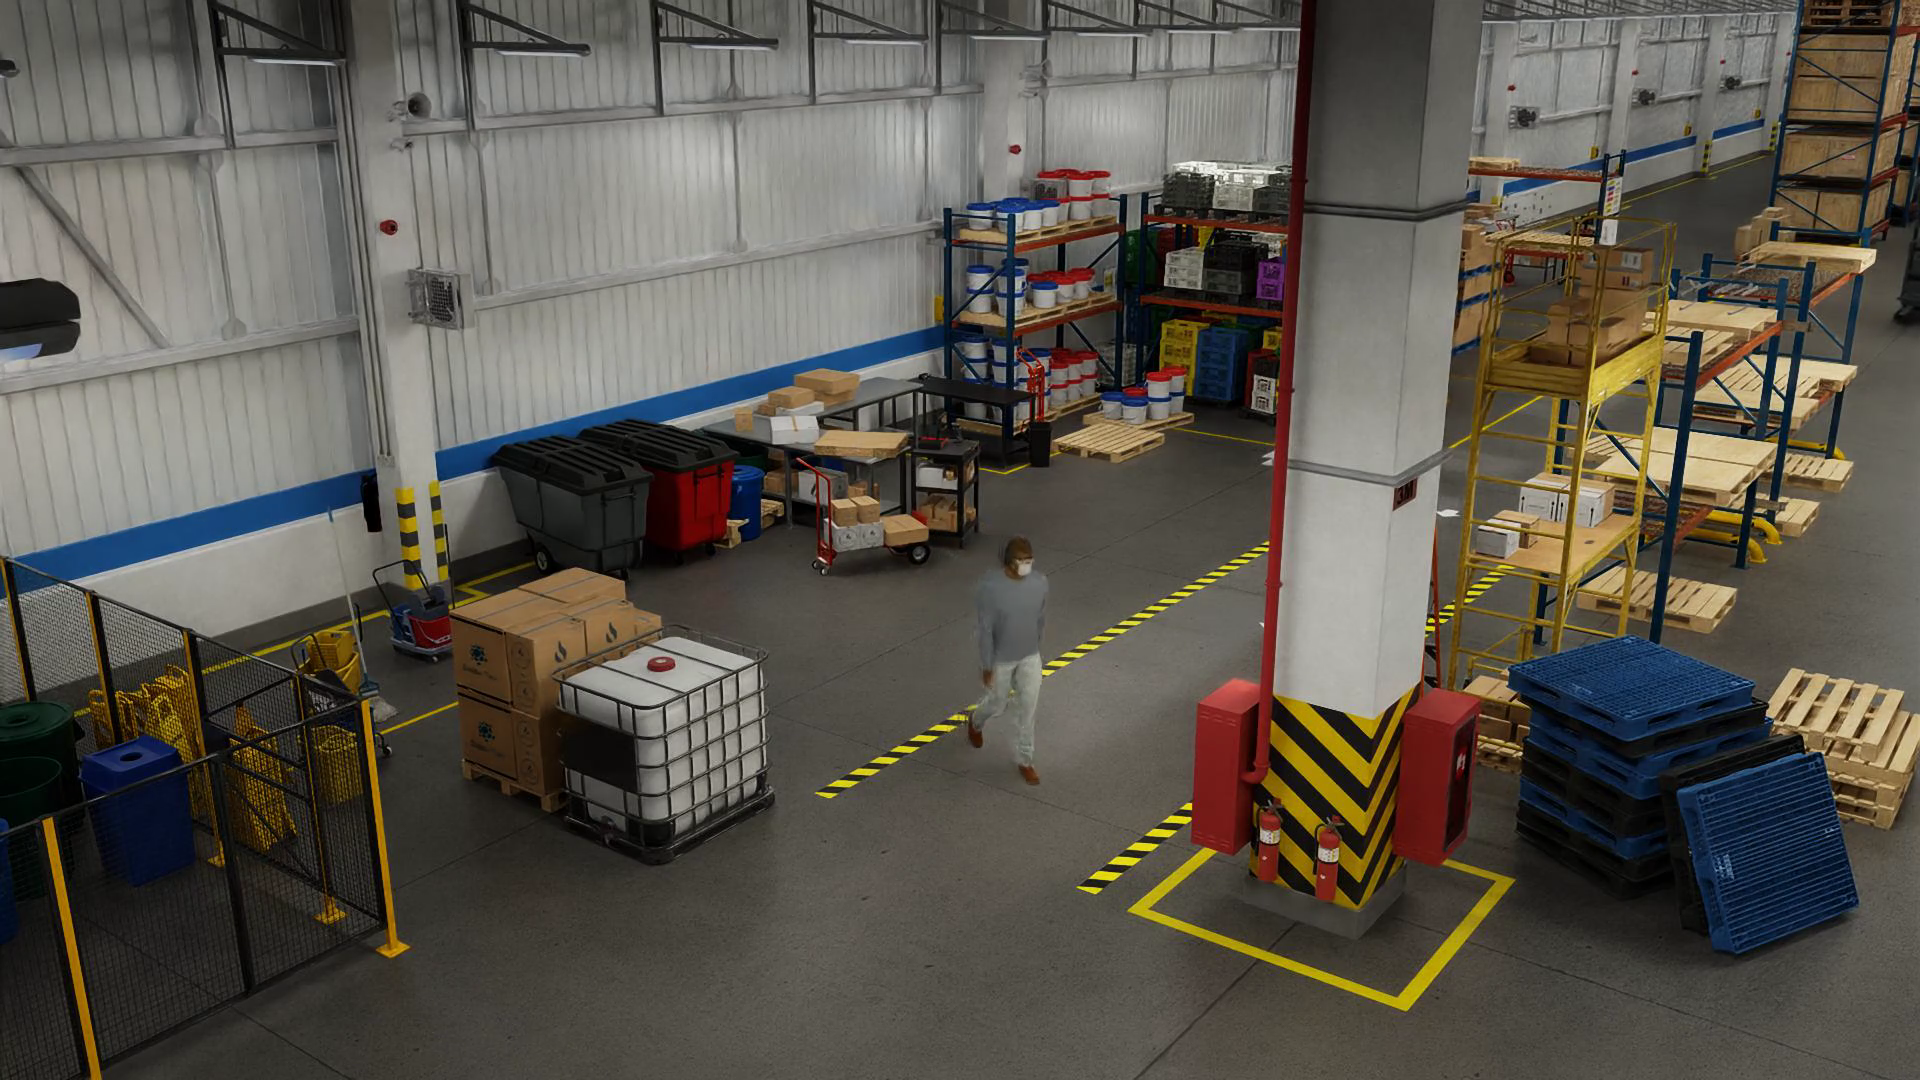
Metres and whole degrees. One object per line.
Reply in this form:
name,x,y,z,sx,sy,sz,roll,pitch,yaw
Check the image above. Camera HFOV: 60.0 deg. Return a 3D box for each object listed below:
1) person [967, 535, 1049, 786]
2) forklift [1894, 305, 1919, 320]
person,0.362,0.849,12.546,0.628,1.921,0.765,-9,20,-24
forklift,18.043,-5.460,30.330,1.129,2.768,1.873,13,22,34
